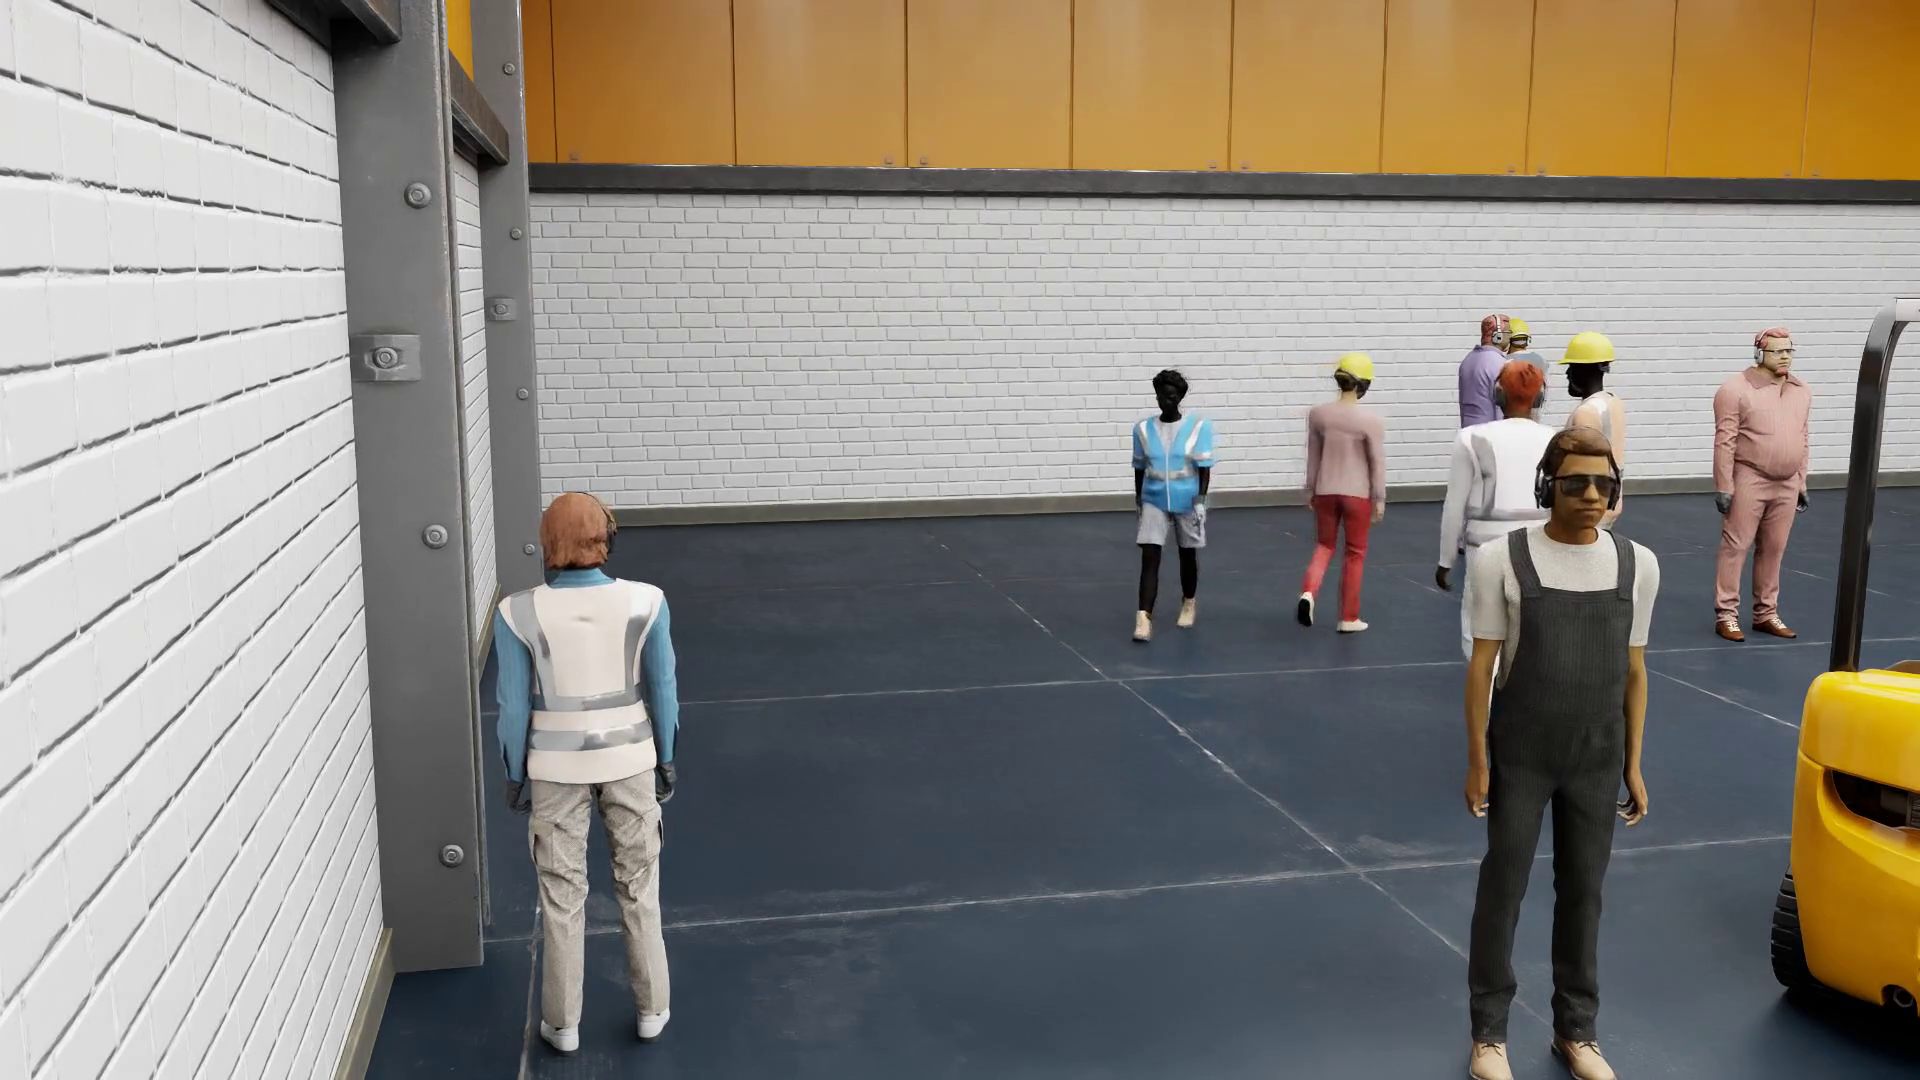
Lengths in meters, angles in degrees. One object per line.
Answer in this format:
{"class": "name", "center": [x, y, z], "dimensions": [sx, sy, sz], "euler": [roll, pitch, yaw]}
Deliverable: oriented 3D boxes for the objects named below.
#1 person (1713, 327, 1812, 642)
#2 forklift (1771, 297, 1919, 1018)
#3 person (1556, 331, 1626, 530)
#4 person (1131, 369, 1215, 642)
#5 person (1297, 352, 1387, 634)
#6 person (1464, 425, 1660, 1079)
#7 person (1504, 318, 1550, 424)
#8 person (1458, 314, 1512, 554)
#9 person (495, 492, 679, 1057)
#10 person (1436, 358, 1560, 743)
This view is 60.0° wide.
{"class": "person", "center": [4.899, -0.336, 10.132], "dimensions": [0.649, 1.907, 0.409], "euler": [-2, 10, -14]}
{"class": "forklift", "center": [3.542, 0.334, 5.177], "dimensions": [2.313, 2.155, 1.214], "euler": [-9, 13, -43]}
{"class": "person", "center": [3.353, -0.152, 8.950], "dimensions": [0.375, 1.925, 0.595], "euler": [6, 11, 32]}
{"class": "person", "center": [1.296, -0.221, 10.213], "dimensions": [0.535, 1.649, 0.856], "euler": [3, 10, 18]}
{"class": "person", "center": [2.345, -0.275, 10.193], "dimensions": [0.546, 1.752, 0.492], "euler": [8, 12, 41]}
{"class": "person", "center": [1.643, 0.606, 4.576], "dimensions": [0.508, 1.847, 0.345], "euler": [0, 9, 0]}
{"class": "person", "center": [4.824, -1.010, 14.482], "dimensions": [0.591, 1.828, 0.404], "euler": [-4, 10, -25]}
{"class": "person", "center": [4.125, -0.795, 12.928], "dimensions": [0.409, 1.906, 0.652], "euler": [-2, 9, -10]}
{"class": "person", "center": [-1.063, 0.673, 4.795], "dimensions": [0.514, 1.639, 0.311], "euler": [-3, 10, -17]}
{"class": "person", "center": [2.511, 0.108, 7.568], "dimensions": [0.577, 1.863, 0.743], "euler": [0, 9, -2]}
